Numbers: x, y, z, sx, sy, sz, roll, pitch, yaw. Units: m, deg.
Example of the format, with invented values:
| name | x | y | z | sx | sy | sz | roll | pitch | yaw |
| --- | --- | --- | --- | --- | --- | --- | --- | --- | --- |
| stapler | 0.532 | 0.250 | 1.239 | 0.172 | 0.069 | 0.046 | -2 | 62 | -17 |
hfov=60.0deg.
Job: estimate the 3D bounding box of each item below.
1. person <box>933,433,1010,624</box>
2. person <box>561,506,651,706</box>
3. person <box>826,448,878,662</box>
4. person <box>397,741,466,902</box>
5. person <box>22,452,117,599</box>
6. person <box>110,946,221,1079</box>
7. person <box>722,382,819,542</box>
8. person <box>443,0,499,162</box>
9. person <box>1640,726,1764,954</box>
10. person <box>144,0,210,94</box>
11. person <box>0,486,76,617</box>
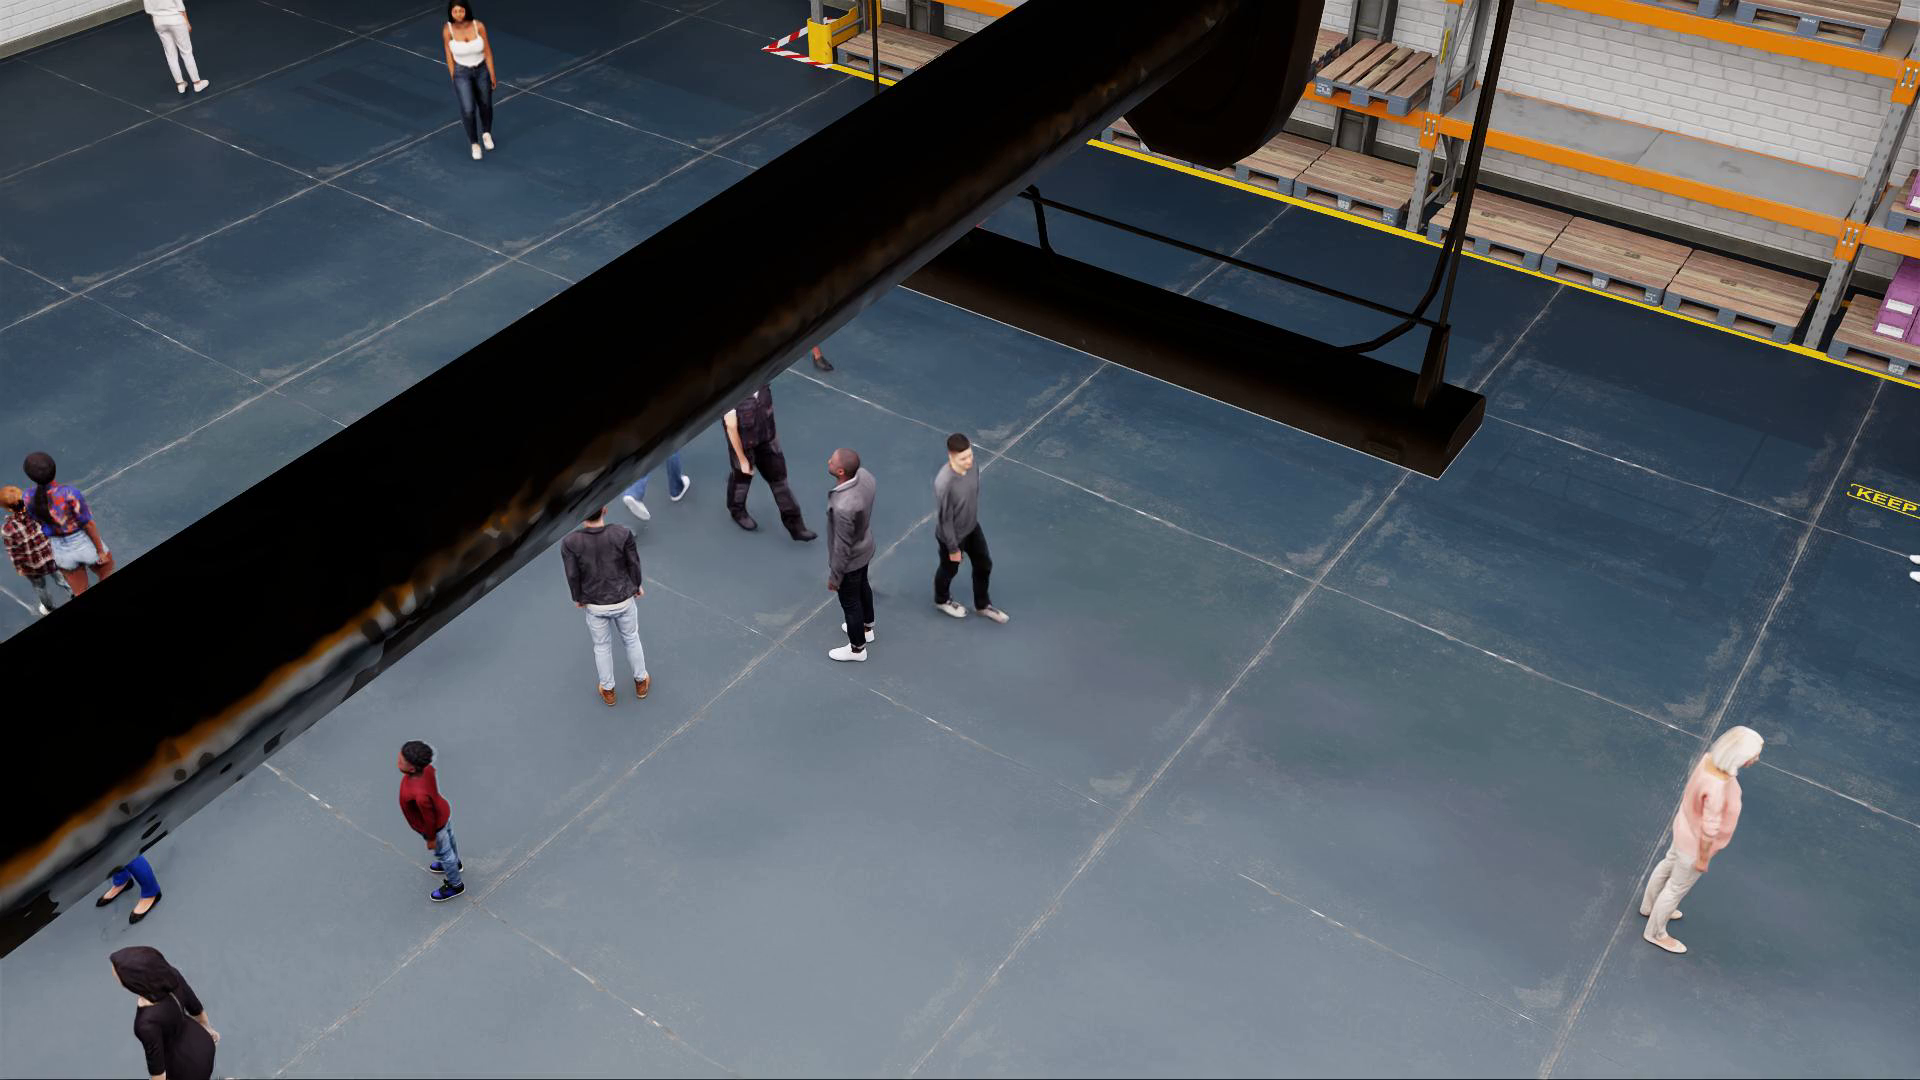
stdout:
| name | x | y | z | sx | sy | sz | roll | pitch | yaw |
| --- | --- | --- | --- | --- | --- | --- | --- | --- | --- |
| person | -0.094 | -0.101 | 12.166 | 0.830 | 1.739 | 0.664 | 19 | 42 | 22 |
| person | -2.421 | 0.397 | 11.464 | 0.737 | 1.837 | 0.765 | -11 | 40 | -13 |
| person | -0.765 | 0.100 | 11.852 | 0.705 | 1.818 | 0.782 | 11 | 40 | 14 |
| person | -3.265 | 1.709 | 10.287 | 0.641 | 1.255 | 0.575 | -8 | 39 | -10 |
| person | -6.343 | 0.140 | 11.878 | 0.891 | 1.722 | 0.943 | -2 | 39 | -2 |
| person | -3.893 | 2.717 | 8.596 | 0.782 | 1.790 | 0.723 | -5 | 39 | -7 |
| person | -1.703 | -0.794 | 12.977 | 0.803 | 1.810 | 1.141 | -31 | 48 | -33 |
| person | -5.432 | -5.202 | 18.514 | 0.877 | 1.788 | 0.977 | -14 | 41 | -17 |
| person | 4.368 | 1.740 | 9.874 | 0.630 | 1.723 | 0.665 | 10 | 40 | 13 |
| person | -9.408 | -6.170 | 19.805 | 0.666 | 1.690 | 0.746 | -2 | 39 | -3 |
| person | -6.730 | 0.147 | 12.219 | 0.821 | 1.285 | 0.547 | 26 | 46 | 29 |
